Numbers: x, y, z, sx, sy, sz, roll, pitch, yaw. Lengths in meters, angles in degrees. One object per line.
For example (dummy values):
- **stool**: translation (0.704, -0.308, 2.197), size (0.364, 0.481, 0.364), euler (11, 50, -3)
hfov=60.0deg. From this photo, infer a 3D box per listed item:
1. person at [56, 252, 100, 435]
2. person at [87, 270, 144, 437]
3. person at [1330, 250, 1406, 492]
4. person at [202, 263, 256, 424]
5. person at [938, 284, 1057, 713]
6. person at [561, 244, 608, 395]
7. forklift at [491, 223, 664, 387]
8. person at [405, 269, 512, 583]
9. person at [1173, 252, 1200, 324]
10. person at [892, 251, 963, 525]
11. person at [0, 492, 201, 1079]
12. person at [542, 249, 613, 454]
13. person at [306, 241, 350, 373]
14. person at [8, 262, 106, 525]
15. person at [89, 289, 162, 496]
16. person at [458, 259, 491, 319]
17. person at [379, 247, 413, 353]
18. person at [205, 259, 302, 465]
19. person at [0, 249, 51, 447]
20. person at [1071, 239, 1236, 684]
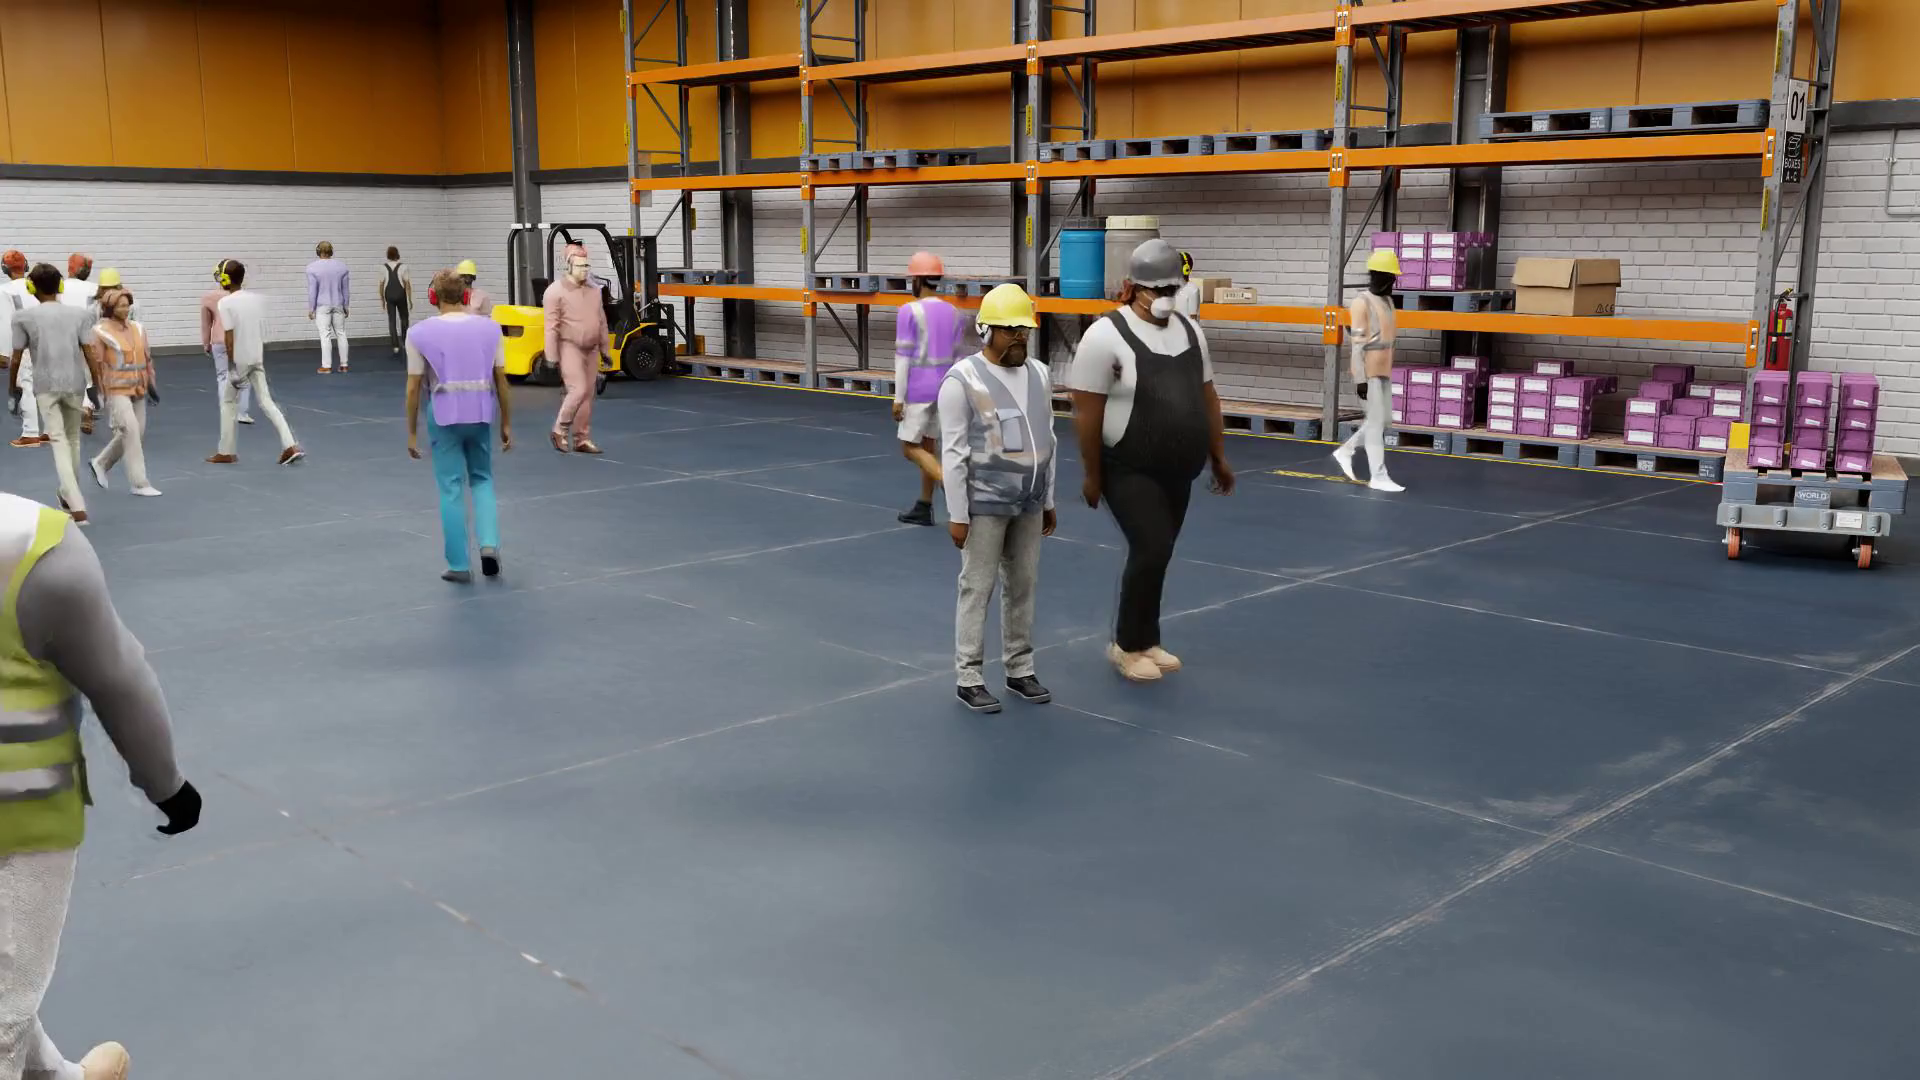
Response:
- **person**: translation (-8.850, -1.942, 16.642), size (0.620, 1.862, 0.648), euler (-3, 11, -15)
- **person**: translation (-8.205, -1.783, 16.243), size (0.505, 1.683, 0.946), euler (-6, 12, -29)
- **person**: translation (3.290, -1.352, 13.276), size (0.690, 1.911, 0.592), euler (9, 14, 40)
- **person**: translation (-7.757, -2.086, 17.695), size (0.561, 1.755, 0.377), euler (-1, 10, -4)
- **person**: translation (0.185, -0.174, 7.103), size (0.586, 1.824, 0.404), euler (-8, 13, -39)
- **person**: translation (-4.714, -2.732, 20.782), size (0.805, 1.919, 0.542), euler (6, 12, 31)
- **forklift**: translation (-5.316, -3.263, 22.920), size (2.313, 2.155, 1.214), euler (-10, 14, -44)
- **person**: translation (-2.915, -0.656, 9.699), size (0.595, 1.824, 0.431), euler (-7, 13, -35)
- **person**: translation (2.199, -1.900, 16.413), size (0.320, 1.861, 0.515), euler (-2, 11, -13)
- **person**: translation (-0.182, -1.015, 11.415), size (0.693, 1.923, 0.560), euler (10, 14, 43)
- **person**: translation (-1.896, 0.537, 3.291), size (0.638, 1.794, 0.957), euler (1, 10, 6)
- **person**: translation (-3.502, -1.720, 15.345), size (0.416, 1.894, 0.661), euler (6, 12, 31)
- **person**: translation (-9.281, -3.416, 24.453), size (0.628, 1.940, 0.373), euler (-10, 14, -43)
- **person**: translation (-6.441, -1.039, 11.793), size (0.564, 1.820, 0.948), euler (-9, 14, -42)
- **person**: translation (-6.573, -1.152, 12.986), size (0.721, 1.615, 0.514), euler (3, 11, 17)
- **person**: translation (-5.555, -2.280, 18.760), size (0.542, 1.752, 0.455), euler (-5, 12, -27)
- **person**: translation (-9.785, -4.177, 28.928), size (0.547, 1.814, 0.837), euler (-2, 11, -9)
- **person**: translation (-6.256, -1.555, 14.649), size (0.967, 1.826, 0.534), euler (5, 11, 25)
- **person**: translation (-8.953, -1.830, 15.946), size (0.355, 1.886, 0.572), euler (3, 11, 17)
- **person**: translation (0.894, -0.367, 7.543), size (0.696, 2.000, 0.584), euler (-9, 14, -41)
